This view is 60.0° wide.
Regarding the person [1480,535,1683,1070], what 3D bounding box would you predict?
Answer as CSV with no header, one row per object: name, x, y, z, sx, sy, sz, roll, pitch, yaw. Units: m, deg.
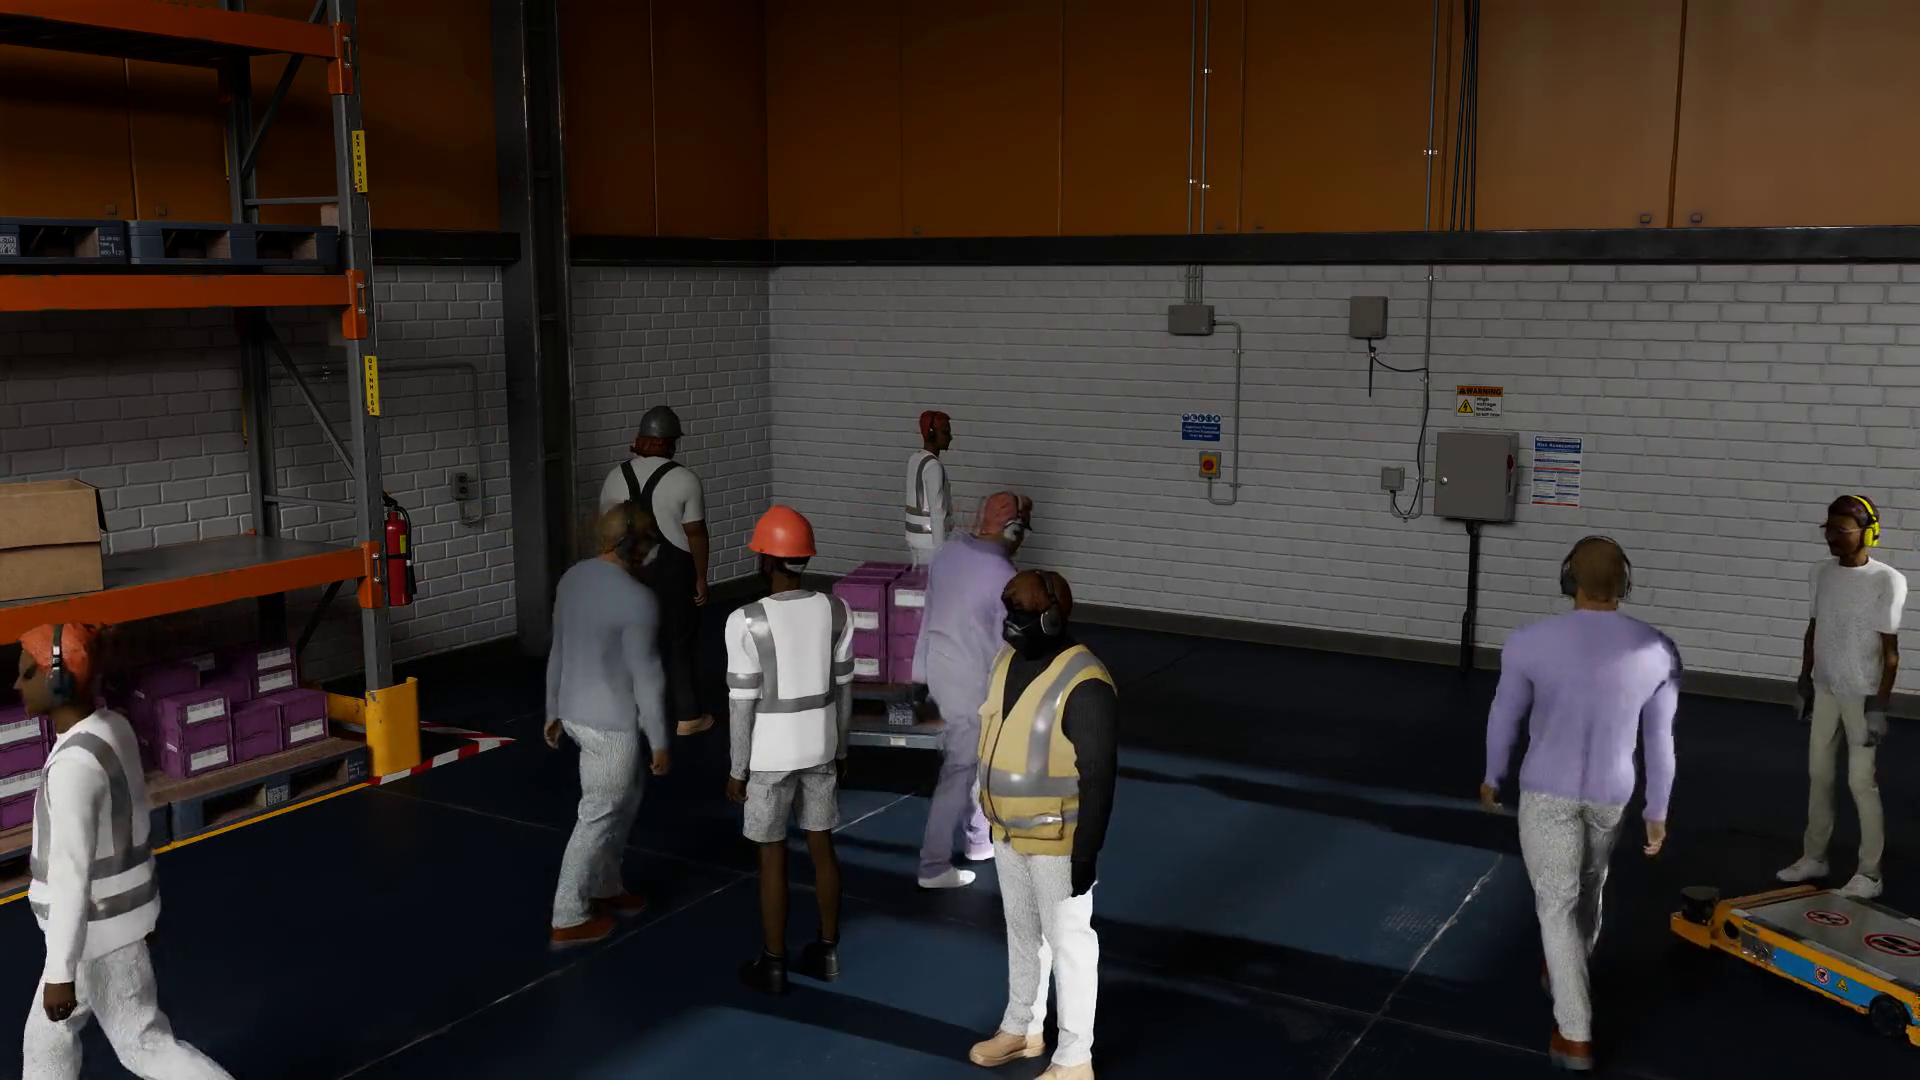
person,2.264,0.933,6.104,0.635,1.914,0.896,0,9,1

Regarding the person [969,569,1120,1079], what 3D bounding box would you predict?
person,0.275,1.006,5.761,0.430,1.843,0.625,-5,11,-30

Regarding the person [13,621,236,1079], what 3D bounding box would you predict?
person,-2.502,1.137,4.961,0.971,1.844,0.586,-3,10,-19

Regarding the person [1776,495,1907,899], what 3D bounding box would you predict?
person,4.033,0.712,7.567,0.344,1.858,0.510,-4,10,-21

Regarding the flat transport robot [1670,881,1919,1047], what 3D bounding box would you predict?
flat transport robot,3.606,1.660,6.567,0.652,0.197,1.431,-4,10,-22

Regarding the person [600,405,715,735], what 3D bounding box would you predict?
person,-1.828,0.179,10.303,0.689,2.000,0.537,3,10,19

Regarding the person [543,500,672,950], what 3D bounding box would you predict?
person,-1.469,0.776,7.018,0.673,1.899,0.662,-7,12,-39

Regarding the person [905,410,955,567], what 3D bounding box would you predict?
person,-0.211,0.027,11.740,0.337,1.881,0.585,-3,10,-17

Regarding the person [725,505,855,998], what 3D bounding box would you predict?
person,-0.677,0.828,6.561,0.545,1.942,0.351,-6,11,-33

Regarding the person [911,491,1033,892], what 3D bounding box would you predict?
person,0.127,0.694,7.682,0.799,1.852,0.705,-5,10,-29
